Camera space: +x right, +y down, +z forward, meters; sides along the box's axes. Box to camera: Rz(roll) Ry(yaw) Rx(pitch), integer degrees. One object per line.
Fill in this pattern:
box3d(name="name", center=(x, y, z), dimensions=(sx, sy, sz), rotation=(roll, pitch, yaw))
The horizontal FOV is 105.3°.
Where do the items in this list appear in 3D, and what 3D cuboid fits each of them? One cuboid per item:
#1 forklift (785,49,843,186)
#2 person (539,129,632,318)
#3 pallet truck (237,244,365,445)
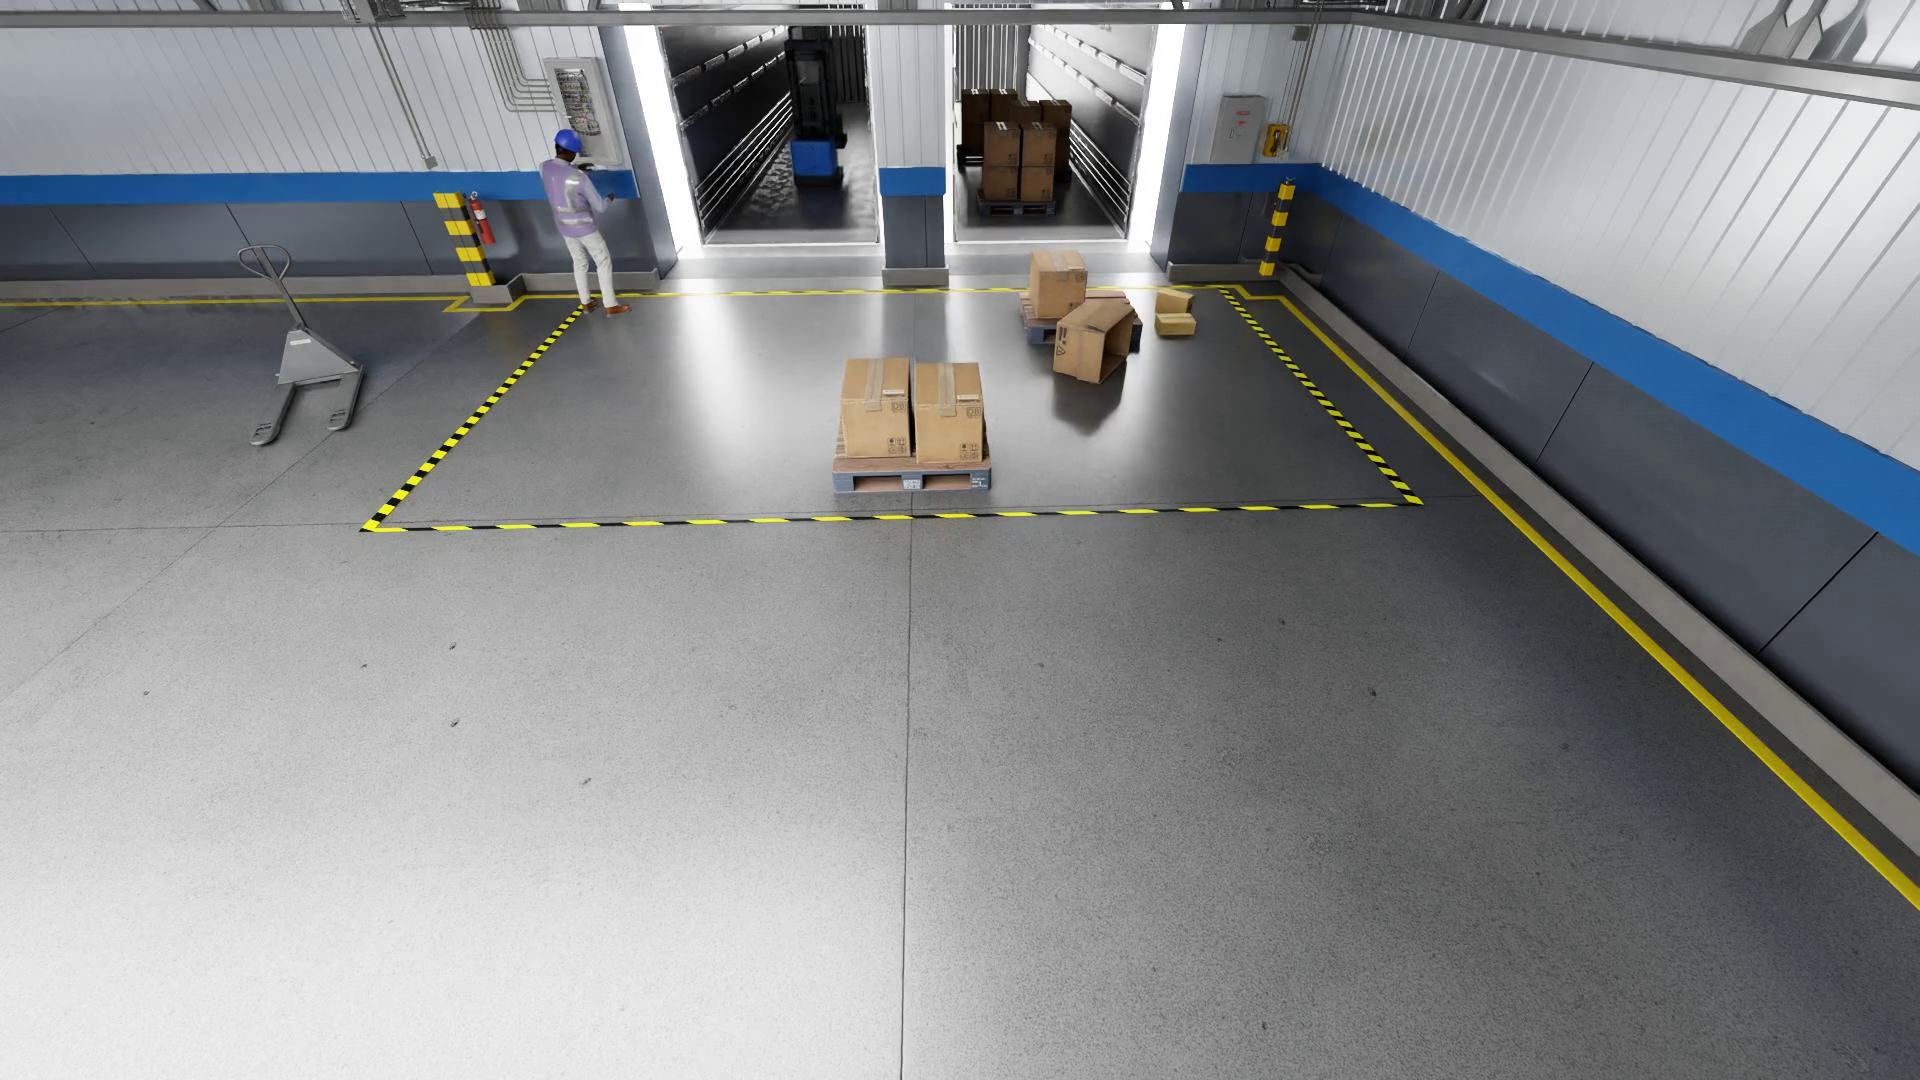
box3d(name="forklift", center=(-2.580, -7.277, 12.707), dimensions=(0.716, 2.013, 0.776), rotation=(-1, 38, -1))
box3d(name="person", center=(-4.083, -3.466, 8.036), dimensions=(0.767, 1.881, 0.754), rotation=(11, 40, 14))
box3d(name="pallet truck", center=(-5.915, -1.733, 6.366), dimensions=(0.680, 1.201, 1.601), rotation=(-18, 42, -21))
